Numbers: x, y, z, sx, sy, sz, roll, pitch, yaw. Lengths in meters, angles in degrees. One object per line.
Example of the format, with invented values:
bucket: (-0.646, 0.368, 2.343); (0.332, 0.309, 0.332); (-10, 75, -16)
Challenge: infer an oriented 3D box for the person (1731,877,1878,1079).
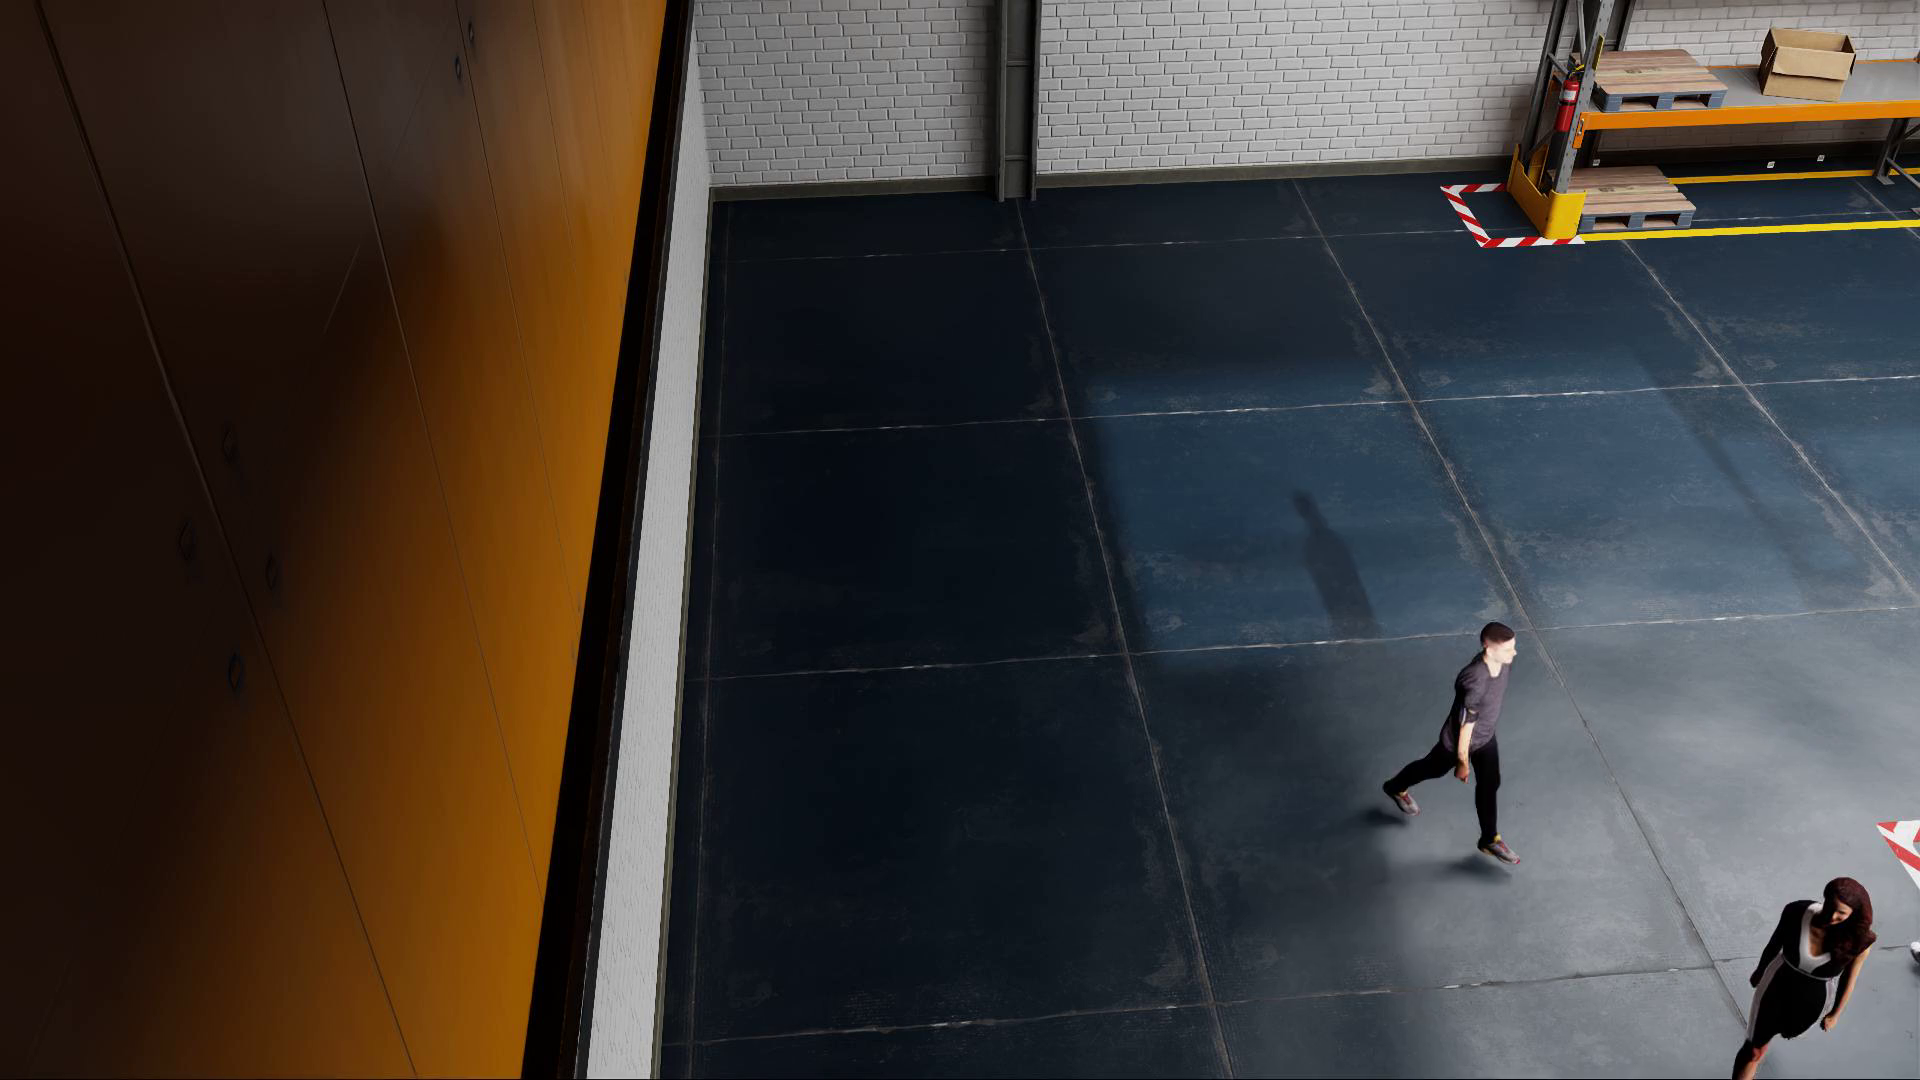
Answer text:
person: (4.360, 2.322, 8.652); (1.085, 1.765, 1.093); (23, 44, 27)

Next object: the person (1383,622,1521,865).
person: (3.018, 1.167, 10.134); (1.183, 1.720, 1.191); (32, 48, 33)
